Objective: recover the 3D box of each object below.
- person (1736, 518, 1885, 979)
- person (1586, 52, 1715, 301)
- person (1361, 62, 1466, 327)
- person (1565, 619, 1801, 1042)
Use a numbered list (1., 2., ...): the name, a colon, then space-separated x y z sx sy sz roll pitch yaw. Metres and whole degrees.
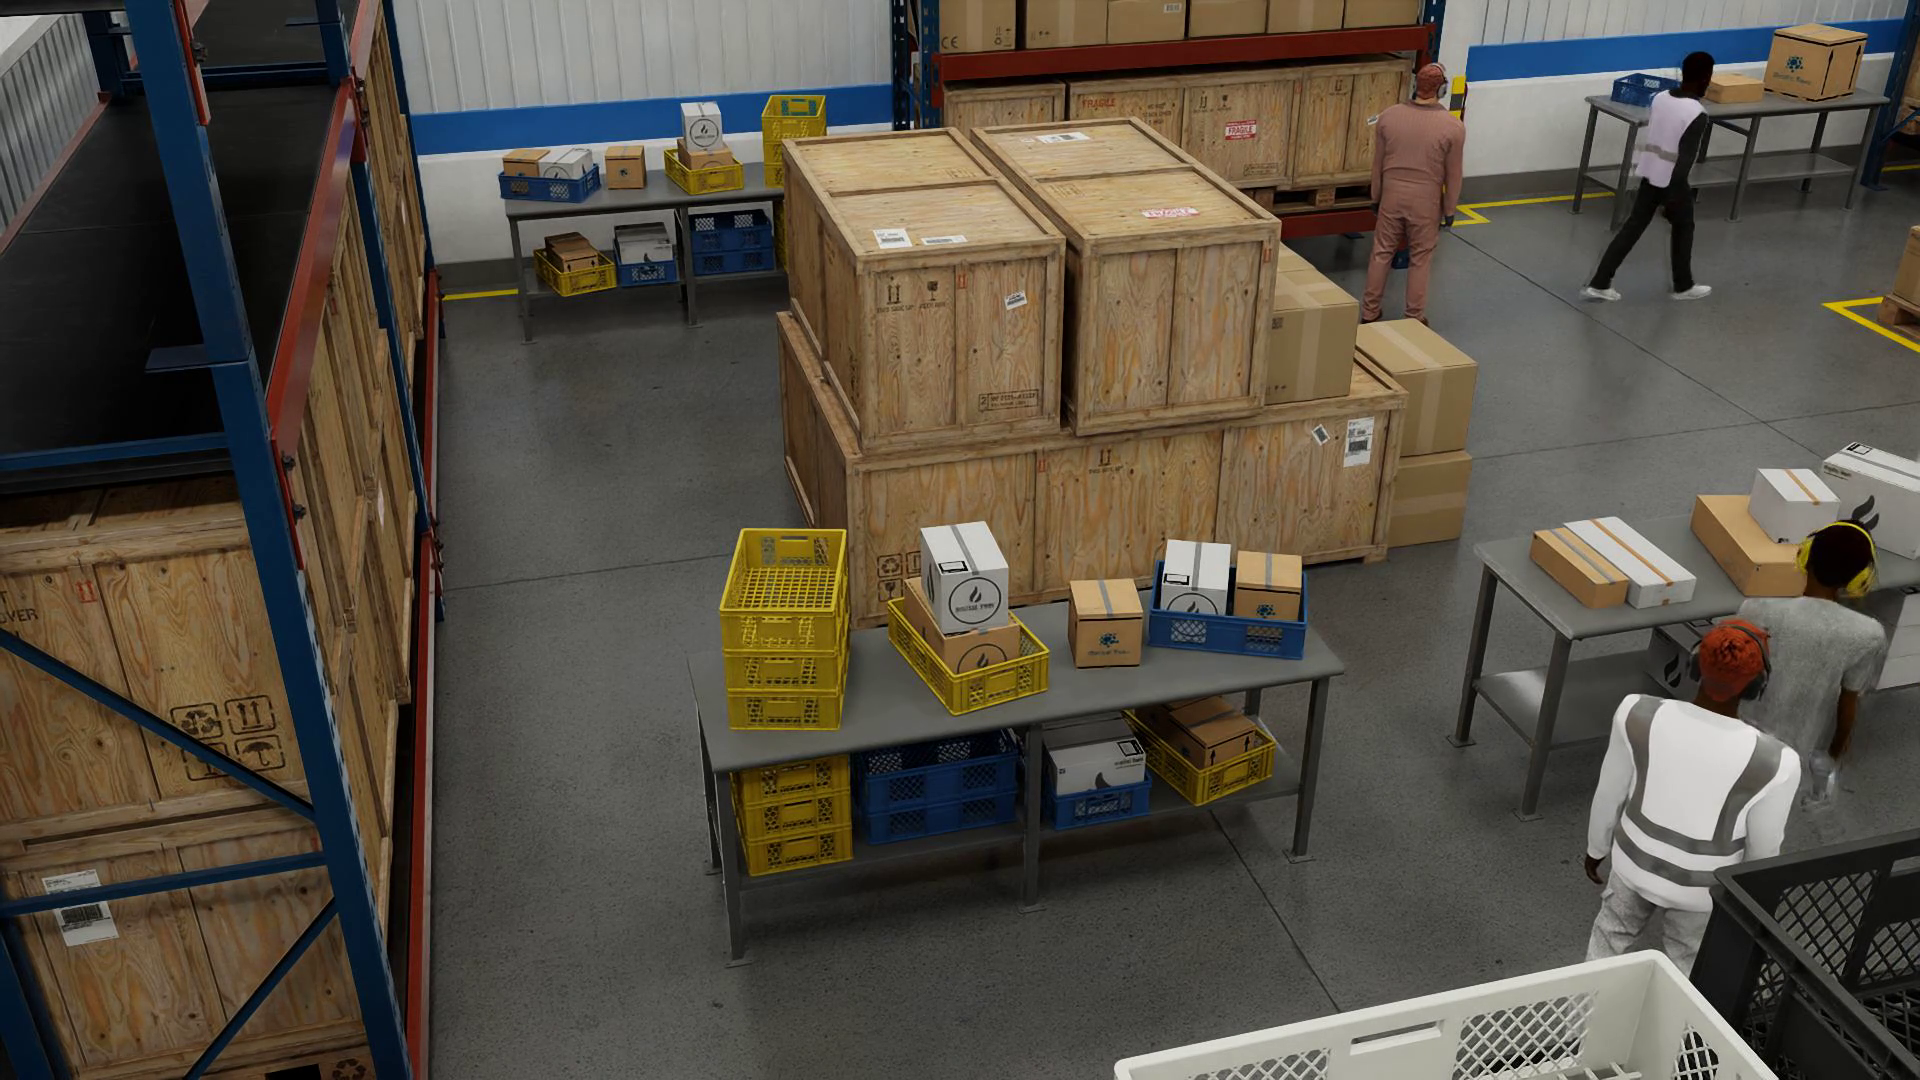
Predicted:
1. person: 2.973 0.772 6.098 0.545 1.824 0.922 5 29 8
2. person: 5.218 -2.657 12.269 0.977 1.873 0.586 -8 30 -14
3. person: 3.224 -2.416 11.805 0.644 1.900 0.396 17 33 28
4. person: 2.327 1.096 5.449 0.578 1.878 0.343 22 35 34
